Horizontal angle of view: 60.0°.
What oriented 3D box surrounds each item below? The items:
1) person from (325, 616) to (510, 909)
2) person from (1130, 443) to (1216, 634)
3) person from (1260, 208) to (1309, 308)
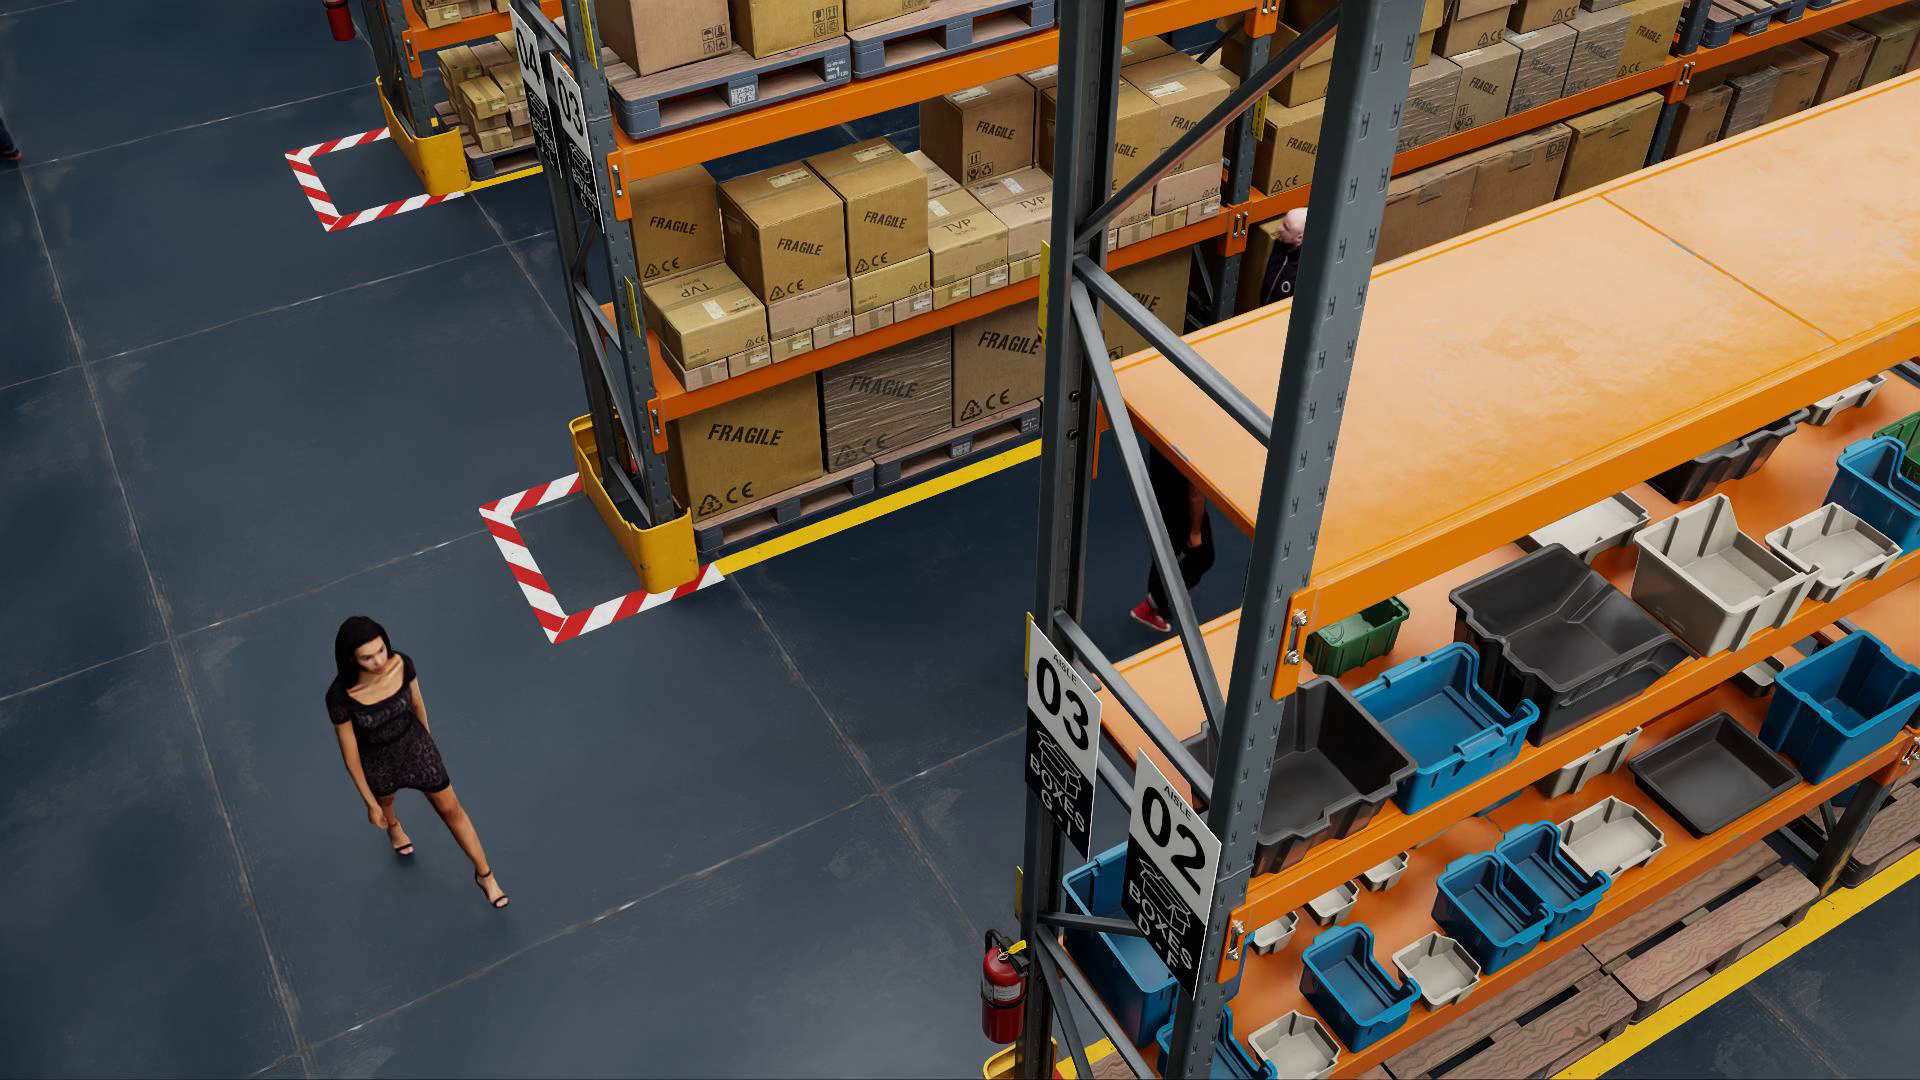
[{"bbox_3d":[-2.696,0.986,7.781,1.101,1.738,0.848,-32,52,-29],"label":"person"},{"bbox_3d":[1.113,-0.143,8.986,0.706,1.745,0.653,-19,46,-19],"label":"person"},{"bbox_3d":[1.995,-1.234,10.089,0.615,1.834,0.702,-16,45,-16],"label":"person"}]
